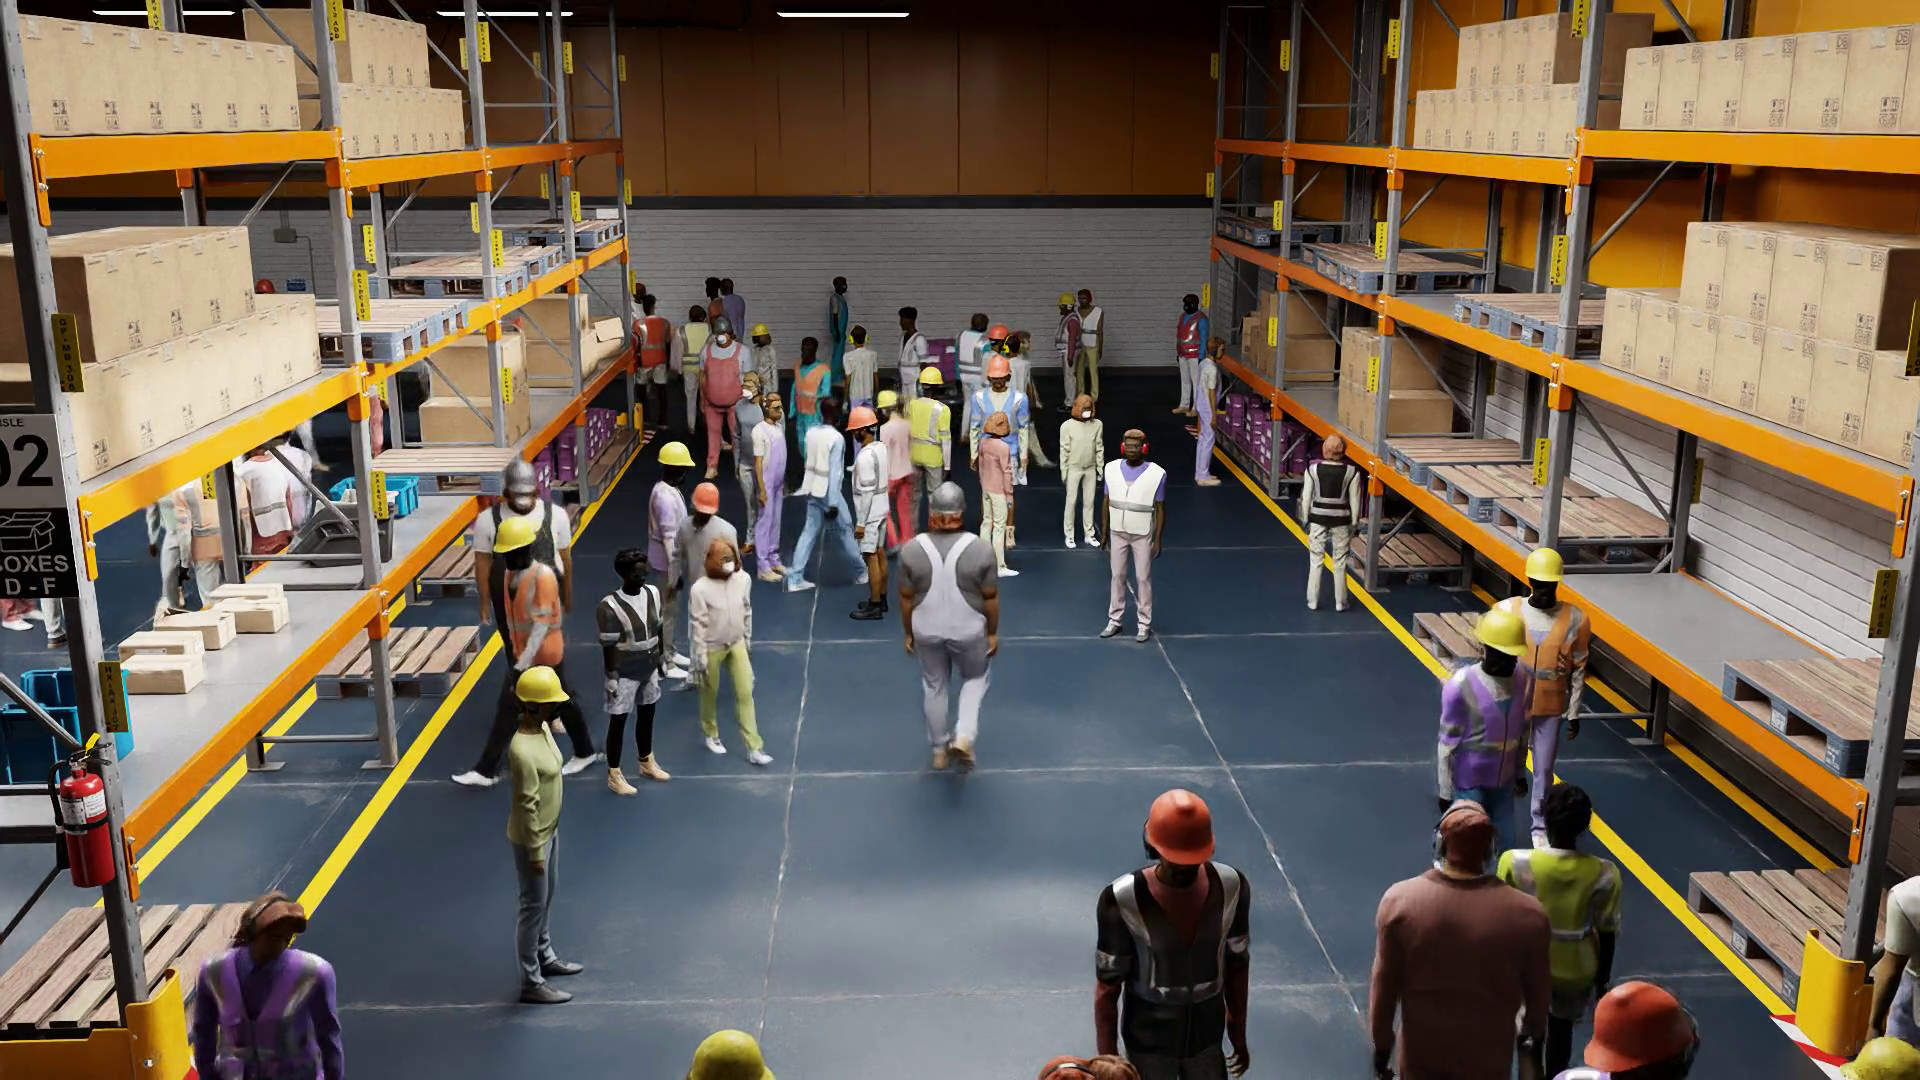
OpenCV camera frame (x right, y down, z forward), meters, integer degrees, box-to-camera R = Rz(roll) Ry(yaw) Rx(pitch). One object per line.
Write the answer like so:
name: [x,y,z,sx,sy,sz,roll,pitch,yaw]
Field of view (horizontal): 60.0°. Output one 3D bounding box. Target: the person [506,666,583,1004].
person: [-2.118,1.486,8.452,0.340,1.761,0.527,-1,14,-3]

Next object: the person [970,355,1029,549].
person: [0.401,-0.903,17.264,0.615,2.039,0.391,2,14,6]

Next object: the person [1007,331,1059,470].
person: [0.791,-1.775,21.193,0.952,1.789,0.571,3,15,12]

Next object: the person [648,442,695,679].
person: [-2.299,0.156,13.364,0.403,1.917,0.593,-1,14,-5]

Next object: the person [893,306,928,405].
person: [-0.655,-2.155,22.359,0.398,1.955,0.653,-7,16,-25]

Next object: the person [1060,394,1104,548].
person: [1.274,-0.721,17.380,0.502,1.626,0.291,-6,15,-22]

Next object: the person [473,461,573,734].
person: [-3.161,0.414,12.092,0.695,2.000,0.830,-3,15,-12]

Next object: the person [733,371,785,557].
person: [-2.050,-0.758,16.897,0.636,1.938,0.355,10,17,33]

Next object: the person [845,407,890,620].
person: [-0.828,-0.239,14.881,0.374,1.928,0.543,4,15,14]

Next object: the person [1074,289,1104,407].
person: [1.967,-2.993,25.893,0.570,1.832,0.397,7,16,25]

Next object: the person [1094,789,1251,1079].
person: [0.816,1.890,6.328,0.612,2.030,0.403,-4,15,-14]

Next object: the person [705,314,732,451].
person: [-3.274,-2.134,22.488,0.326,1.842,0.517,-5,15,-20]

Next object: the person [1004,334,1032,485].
person: [0.638,-1.574,20.261,0.509,1.863,0.326,-9,17,-31]

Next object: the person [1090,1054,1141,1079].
person: [0.481,2.373,5.232,0.283,1.627,0.501,11,18,36]

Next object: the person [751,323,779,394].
person: [-2.654,-2.059,22.415,0.496,1.734,0.340,13,19,41]

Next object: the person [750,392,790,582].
person: [-1.829,-0.523,16.162,0.344,1.847,0.504,5,15,18]

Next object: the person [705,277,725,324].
person: [-3.855,-3.186,26.372,0.374,1.966,0.608,1,14,5]

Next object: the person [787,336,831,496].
person: [-1.793,-1.499,19.903,0.572,1.910,0.622,-13,19,-41]

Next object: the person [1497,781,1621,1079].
person: [2.561,1.855,7.191,0.528,1.664,0.833,1,14,4]

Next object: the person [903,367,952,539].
person: [-0.321,-0.838,17.265,0.583,1.918,0.407,10,17,34]

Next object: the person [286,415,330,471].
person: [-8.353,-1.669,20.776,0.660,1.808,0.723,-2,14,-9]

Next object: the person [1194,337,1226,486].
person: [3.039,-1.570,20.295,0.339,1.834,0.523,-1,14,-4]

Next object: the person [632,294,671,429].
person: [-4.520,-2.617,24.215,0.641,1.918,0.961,-9,17,-31]

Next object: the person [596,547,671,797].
person: [-2.170,0.859,11.054,0.322,1.690,0.532,10,18,35]

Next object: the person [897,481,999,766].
person: [-0.067,0.583,11.432,0.701,2.000,0.536,3,15,10]

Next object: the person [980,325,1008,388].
person: [0.456,-1.699,20.621,0.386,1.929,0.543,-6,15,-21]

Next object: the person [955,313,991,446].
person: [0.229,-2.190,22.747,0.637,1.829,0.466,14,20,43]

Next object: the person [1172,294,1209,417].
person: [3.465,-2.783,25.043,0.429,1.842,0.630,-8,16,-28]

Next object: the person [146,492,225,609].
person: [-6.665,-0.068,14.324,0.666,1.894,0.476,1,14,2]

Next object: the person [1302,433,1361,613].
person: [3.367,-0.150,15.109,0.523,1.638,0.310,5,15,18]

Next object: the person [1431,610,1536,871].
person: [2.838,1.261,9.045,0.637,1.902,0.563,-7,16,-26]

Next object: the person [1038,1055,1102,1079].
person: [0.303,2.362,4.774,0.576,1.880,0.351,1,14,4]

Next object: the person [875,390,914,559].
person: [-0.668,-0.645,16.851,0.453,1.727,0.547,10,17,33]

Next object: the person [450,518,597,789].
person: [-2.895,0.760,11.101,0.590,1.861,1.030,12,19,39]

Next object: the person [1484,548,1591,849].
person: [3.467,0.981,10.085,0.593,1.930,0.355,5,15,18]

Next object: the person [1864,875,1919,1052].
person: [3.910,1.910,6.639,0.574,1.835,0.384,-2,14,-6]

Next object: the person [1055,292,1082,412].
person: [1.649,-2.868,25.421,0.403,1.825,0.592,-1,14,-4]

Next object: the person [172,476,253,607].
person: [-6.077,0.098,13.563,0.372,1.923,0.593,13,19,42]

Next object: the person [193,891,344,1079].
person: [-2.599,2.093,6.354,0.576,1.619,0.347,0,14,0]

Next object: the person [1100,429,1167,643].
person: [1.481,-0.050,14.292,0.570,1.849,0.383,7,16,24]

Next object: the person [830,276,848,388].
person: [-1.997,-3.466,27.715,0.335,1.845,0.513,2,14,6]

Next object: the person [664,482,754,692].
person: [-1.946,0.364,12.931,0.692,1.727,0.471,12,18,38]

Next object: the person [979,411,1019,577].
person: [0.366,-0.458,16.325,0.279,1.634,0.499,-9,17,-30]

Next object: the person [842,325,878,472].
person: [-1.264,-1.782,21.066,0.516,1.865,0.325,-9,17,-30]

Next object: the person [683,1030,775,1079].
person: [-0.714,2.322,5.214,0.322,1.737,0.484,5,15,17]

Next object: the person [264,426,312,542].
person: [-6.026,-0.176,14.725,0.436,1.883,0.723,8,16,28]

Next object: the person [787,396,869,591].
person: [-1.246,-0.447,15.855,1.012,1.853,0.617,-11,18,-36]

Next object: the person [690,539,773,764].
person: [-1.598,0.781,11.522,0.516,1.592,0.805,-11,18,-36]

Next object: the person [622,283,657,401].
person: [-5.073,-3.139,26.383,0.576,1.874,0.375,-13,19,-41]

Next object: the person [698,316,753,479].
person: [-2.921,-1.761,20.632,0.672,2.000,0.536,1,14,3]

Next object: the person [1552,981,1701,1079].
person: [1.954,2.275,4.831,0.636,2.019,0.613,6,16,23]

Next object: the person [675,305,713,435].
person: [-3.704,-2.414,23.592,0.633,1.841,0.429,-2,14,-9]

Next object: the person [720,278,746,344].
person: [-3.660,-3.215,26.566,0.374,1.933,0.625,8,17,30]

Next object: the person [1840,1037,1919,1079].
person: [2.822,2.344,5.141,0.489,1.731,0.428,-11,18,-36]

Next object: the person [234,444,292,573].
person: [-5.917,-0.051,14.194,0.407,1.909,0.593,6,15,21]

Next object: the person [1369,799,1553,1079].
person: [1.990,1.899,6.601,0.655,1.869,0.891,6,16,23]
